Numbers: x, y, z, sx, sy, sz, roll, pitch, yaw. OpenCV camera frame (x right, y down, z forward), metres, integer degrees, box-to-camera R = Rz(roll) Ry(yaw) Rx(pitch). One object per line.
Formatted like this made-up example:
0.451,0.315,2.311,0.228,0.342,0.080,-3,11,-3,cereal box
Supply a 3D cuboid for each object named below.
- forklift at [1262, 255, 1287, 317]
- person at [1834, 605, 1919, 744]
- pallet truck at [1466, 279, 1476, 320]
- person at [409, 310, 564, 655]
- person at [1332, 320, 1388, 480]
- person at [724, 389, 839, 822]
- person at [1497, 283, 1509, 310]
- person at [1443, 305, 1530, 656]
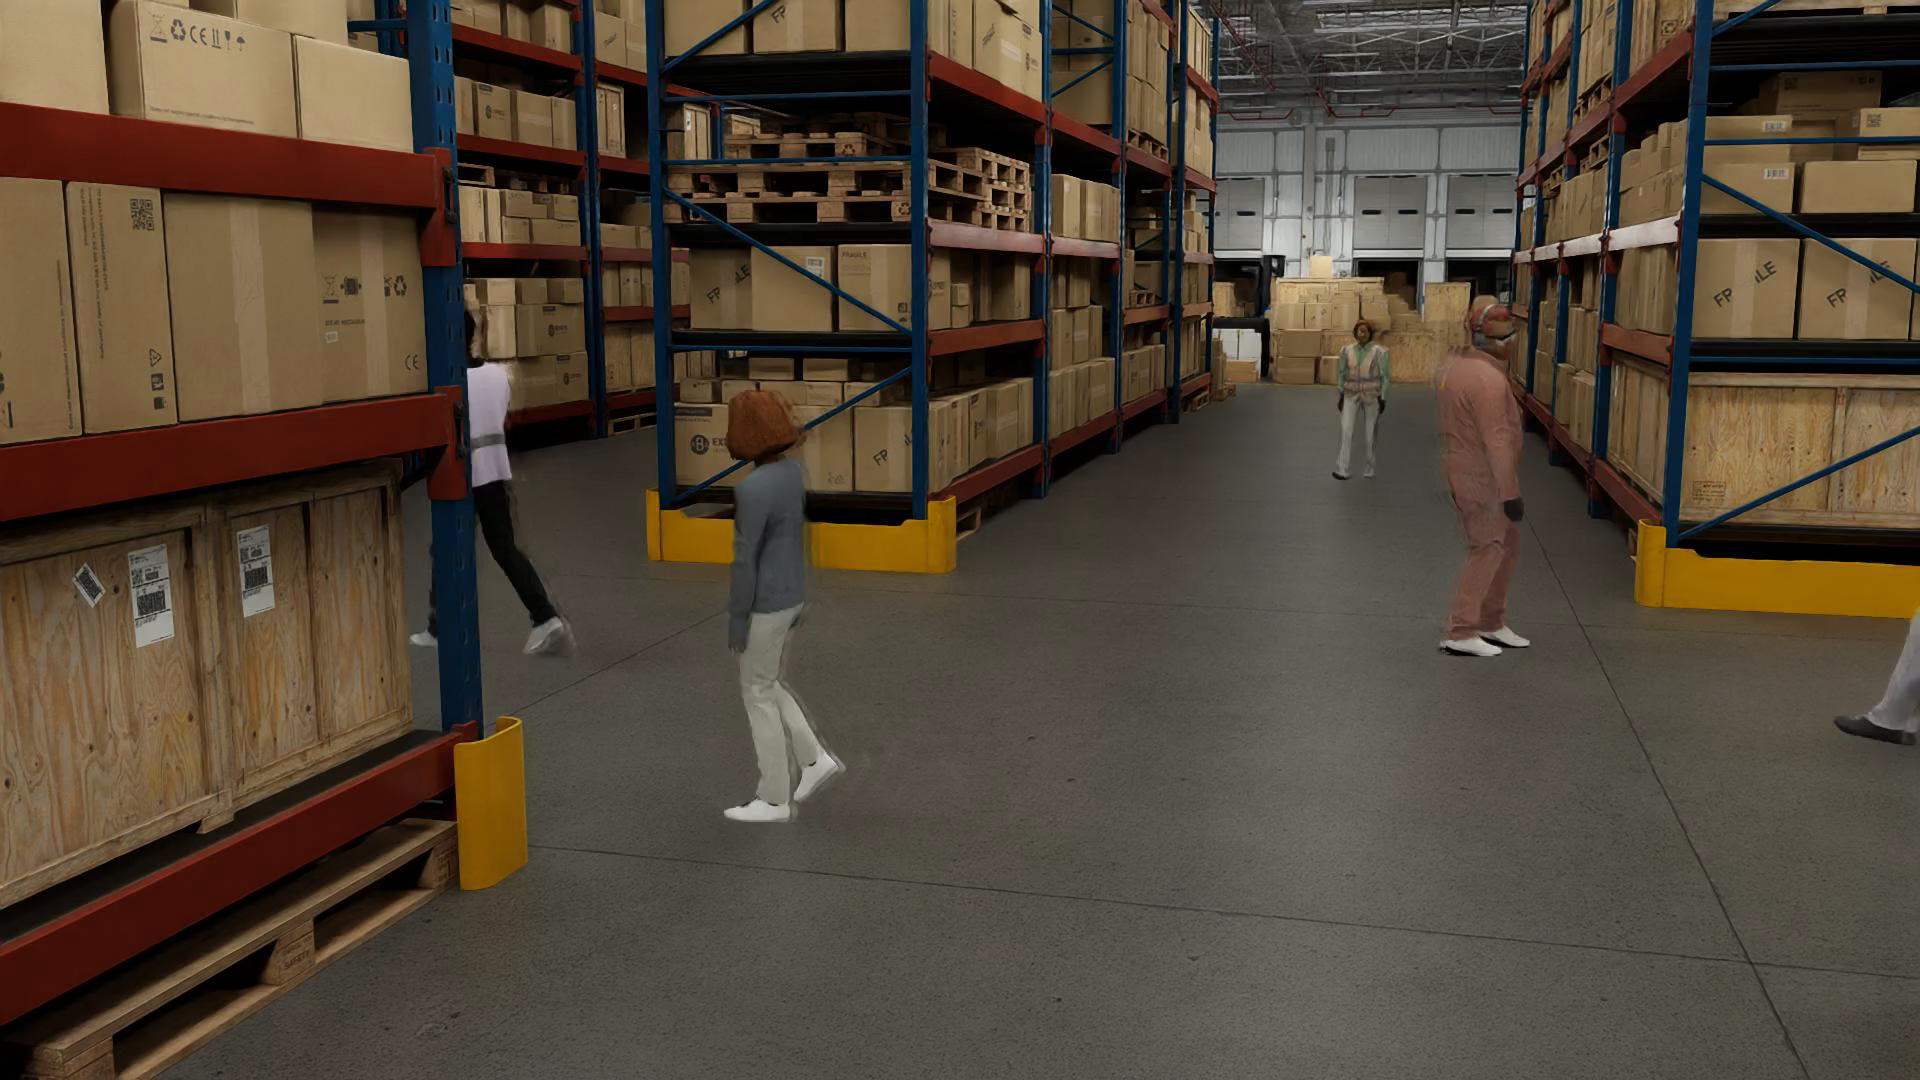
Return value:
10.799,-8.409,57.195,1.129,2.768,1.873,-9,12,-44,forklift
4.295,0.046,6.939,0.581,1.795,1.007,-6,11,-34,person
18.896,-8.459,60.307,1.885,1.965,0.823,5,10,31,pallet truck
-2.578,-0.311,8.940,0.950,1.884,0.589,5,10,28,person
4.004,-1.384,16.612,0.537,1.594,0.834,5,10,28,person
-0.721,0.252,6.152,0.364,1.617,0.518,2,9,14,person
18.823,-7.971,57.608,0.465,1.866,0.585,-3,9,-19,person
2.893,-0.302,8.848,0.628,1.874,0.674,1,9,3,person
